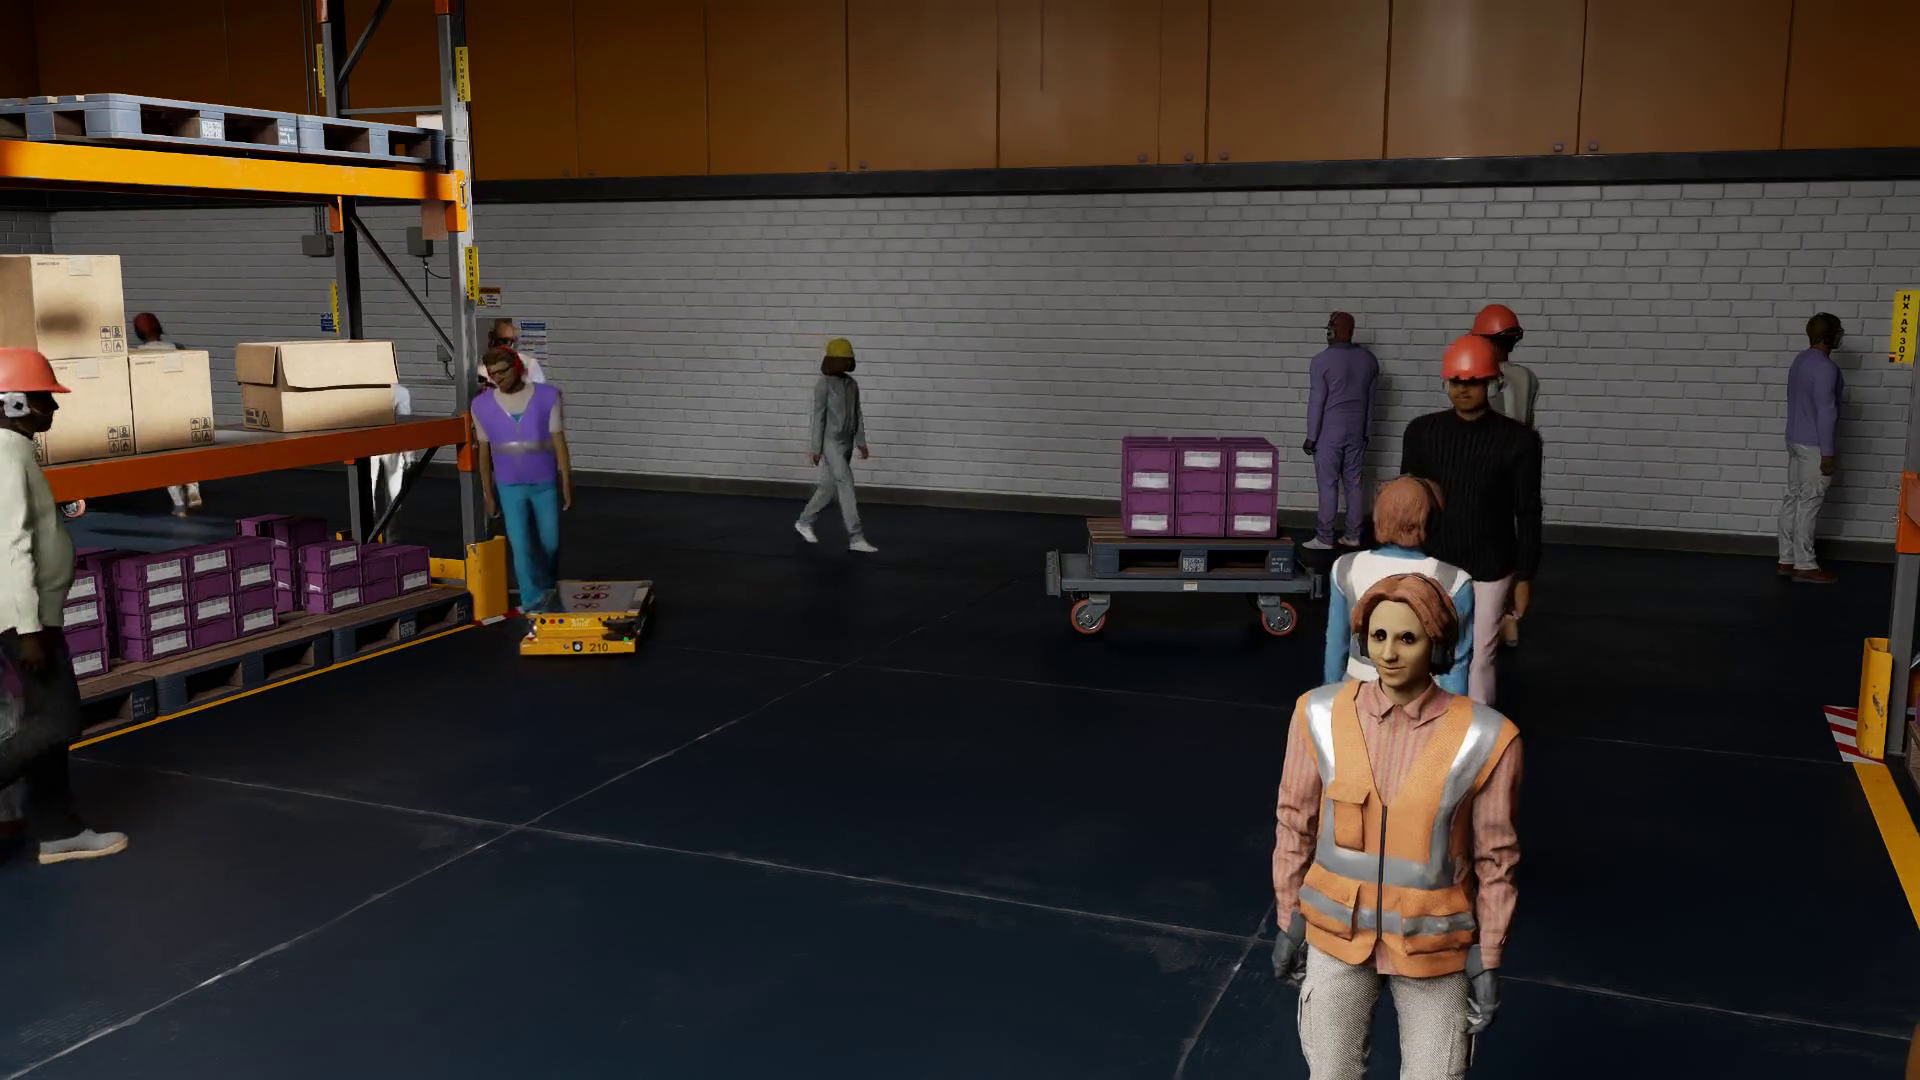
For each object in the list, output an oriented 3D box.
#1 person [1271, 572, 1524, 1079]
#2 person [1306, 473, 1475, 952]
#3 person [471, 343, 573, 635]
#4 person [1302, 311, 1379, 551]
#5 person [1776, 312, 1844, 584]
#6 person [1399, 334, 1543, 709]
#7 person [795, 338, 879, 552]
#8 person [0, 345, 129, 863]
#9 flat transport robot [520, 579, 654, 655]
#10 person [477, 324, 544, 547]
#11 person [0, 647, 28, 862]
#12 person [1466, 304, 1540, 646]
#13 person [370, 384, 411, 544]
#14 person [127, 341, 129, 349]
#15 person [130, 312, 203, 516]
[{"bbox_3d":[0.916,0.875,3.555,0.513,1.641,0.307,5,10,26],"label":"person"},{"bbox_3d":[1.388,0.584,5.416,0.529,1.604,0.815,7,12,38],"label":"person"},{"bbox_3d":[-2.734,-0.349,10.485,0.618,1.797,0.793,-2,10,-11],"label":"person"},{"bbox_3d":[3.007,-0.864,13.275,0.641,1.912,0.410,-5,10,-26],"label":"person"},{"bbox_3d":[6.146,-0.664,11.976,0.367,1.940,0.634,1,9,6],"label":"person"},{"bbox_3d":[2.125,0.127,7.065,0.646,1.974,0.649,5,11,30],"label":"person"},{"bbox_3d":[-1.026,-0.778,13.382,0.877,1.708,0.490,6,11,31],"label":"person"},{"bbox_3d":[-3.501,0.276,6.145,0.573,1.979,0.620,-5,11,-30],"label":"person"},{"bbox_3d":[-2.269,0.454,10.241,0.652,0.197,1.431,-1,9,-6],"label":"flat transport robot"},{"bbox_3d":[-3.624,-0.818,13.284,0.643,1.811,0.621,-1,9,-7],"label":"person"},{"bbox_3d":[-3.818,0.273,6.295,0.356,1.938,0.638,-1,9,-6],"label":"person"},{"bbox_3d":[3.125,-0.359,9.808,0.609,2.043,0.397,-7,12,-38],"label":"person"},{"bbox_3d":[-4.509,-0.654,12.912,0.487,1.612,0.543,-2,10,-13],"label":"person"},{"bbox_3d":[-9.479,-1.686,18.506,0.623,1.823,0.404,1,9,4],"label":"person"},{"bbox_3d":[-7.127,-1.120,14.969,0.660,1.856,0.487,-7,11,-35],"label":"person"}]
